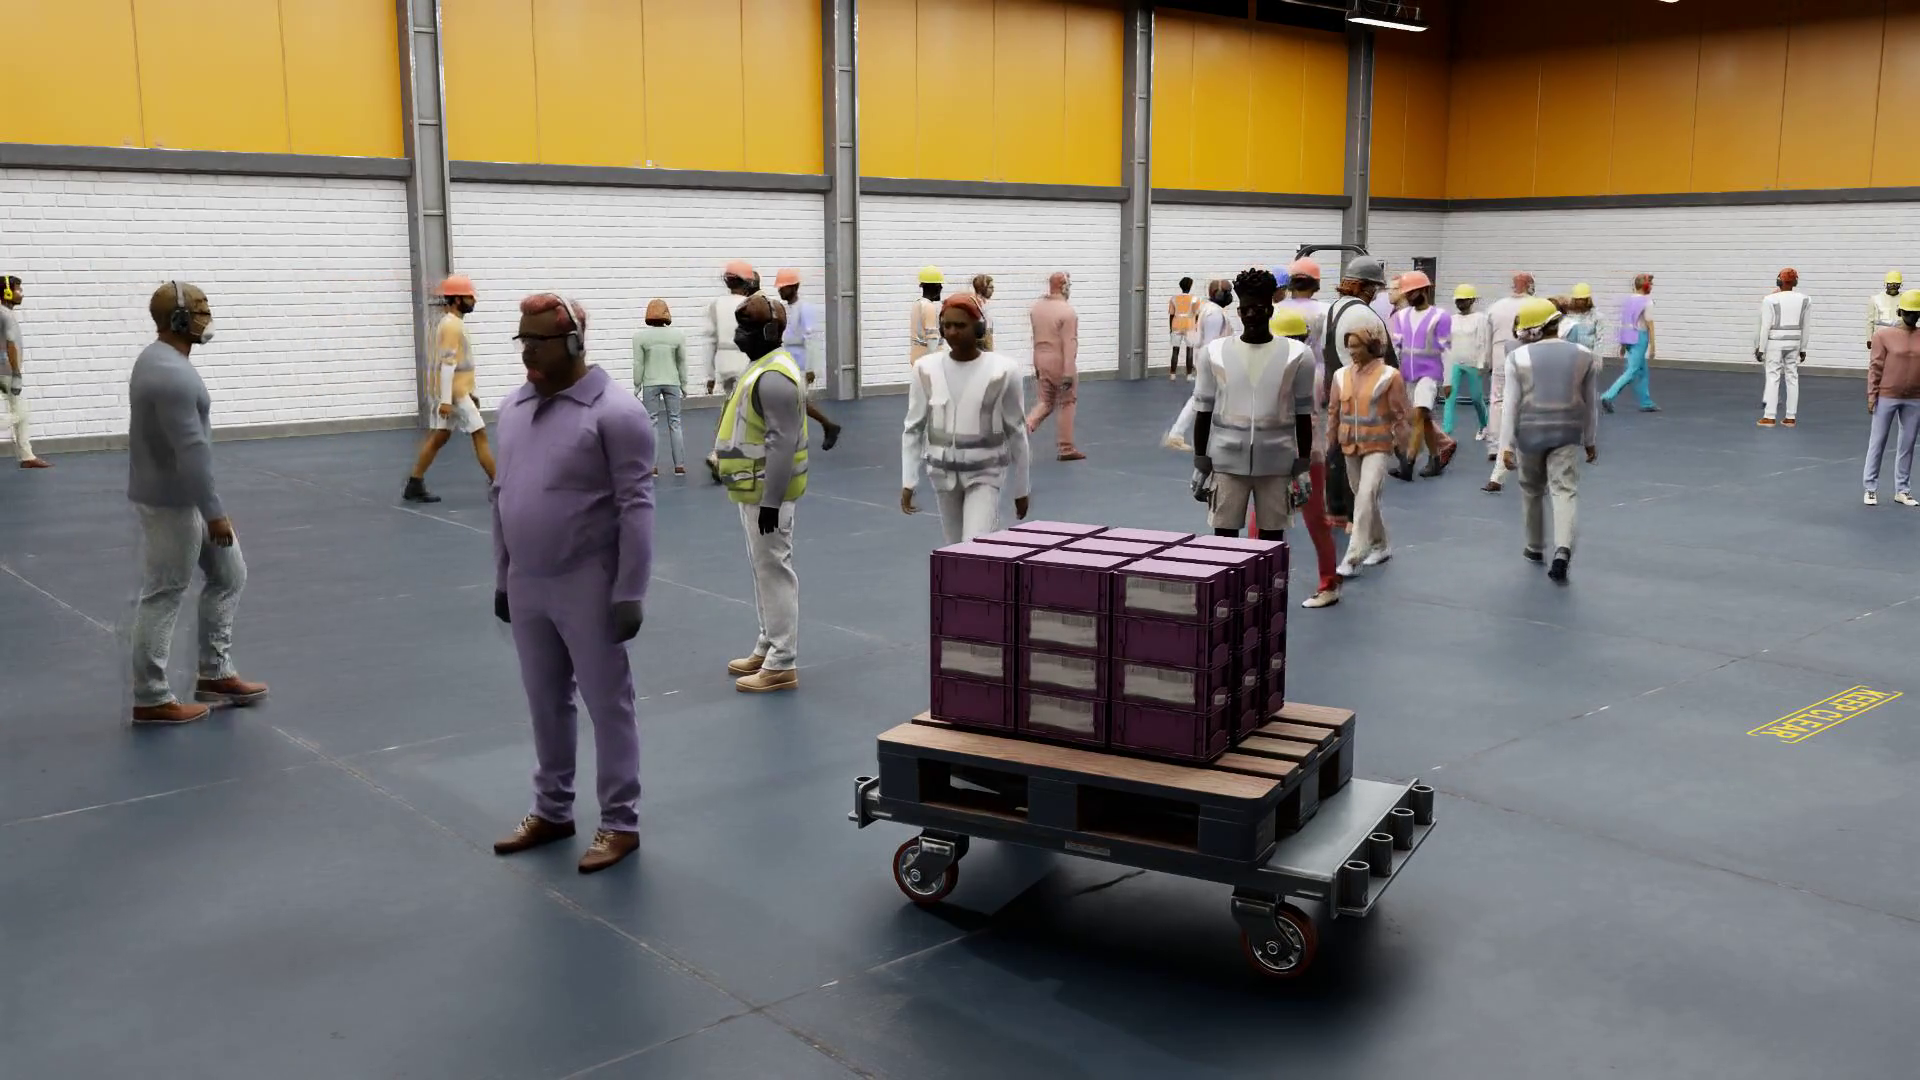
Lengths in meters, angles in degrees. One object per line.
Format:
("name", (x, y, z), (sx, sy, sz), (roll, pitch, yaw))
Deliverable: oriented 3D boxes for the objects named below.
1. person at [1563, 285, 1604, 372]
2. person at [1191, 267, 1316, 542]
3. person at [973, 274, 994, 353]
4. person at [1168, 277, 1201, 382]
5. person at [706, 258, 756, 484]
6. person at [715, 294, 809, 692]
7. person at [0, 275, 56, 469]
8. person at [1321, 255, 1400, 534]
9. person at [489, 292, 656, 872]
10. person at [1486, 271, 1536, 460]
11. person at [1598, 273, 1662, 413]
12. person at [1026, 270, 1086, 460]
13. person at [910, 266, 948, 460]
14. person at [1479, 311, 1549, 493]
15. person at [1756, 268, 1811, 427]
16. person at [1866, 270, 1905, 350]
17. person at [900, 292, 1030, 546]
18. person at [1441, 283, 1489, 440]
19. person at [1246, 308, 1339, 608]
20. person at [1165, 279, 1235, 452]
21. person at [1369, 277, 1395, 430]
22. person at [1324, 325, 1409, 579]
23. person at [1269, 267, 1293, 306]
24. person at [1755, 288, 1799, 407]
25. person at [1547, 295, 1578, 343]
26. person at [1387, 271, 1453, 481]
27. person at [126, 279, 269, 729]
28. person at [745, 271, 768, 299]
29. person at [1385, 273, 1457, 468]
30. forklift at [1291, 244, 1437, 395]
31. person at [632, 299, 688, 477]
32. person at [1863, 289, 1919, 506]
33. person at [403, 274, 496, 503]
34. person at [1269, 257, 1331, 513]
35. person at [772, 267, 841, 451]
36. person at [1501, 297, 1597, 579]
("person", (6.977, -2.011, 18.723), (0.496, 1.696, 0.905), (2, 10, 12))
("person", (1.473, -0.382, 8.395), (0.613, 1.963, 0.362), (2, 10, 12))
("person", (0.243, -2.011, 18.334), (0.404, 1.827, 0.535), (-5, 11, -25))
("person", (3.628, -3.401, 26.893), (0.537, 1.690, 0.320), (4, 10, 21))
("person", (-2.038, -1.519, 14.939), (0.614, 2.018, 0.940), (5, 11, 28))
("person", (-0.927, -0.219, 7.799), (0.429, 1.843, 0.633), (-2, 10, -12))
("person", (-9.003, -1.554, 15.619), (0.717, 1.846, 0.525), (-9, 13, -41))
("person", (2.949, -1.072, 12.215), (0.537, 2.000, 0.680), (-2, 10, -11))
("person", (-1.317, 0.140, 5.517), (0.651, 1.904, 0.403), (6, 11, 29))
("person", (5.578, -1.737, 16.613), (0.667, 1.856, 0.952), (8, 13, 40))
("person", (8.696, -2.533, 21.460), (0.902, 1.810, 0.579), (-2, 10, -9))
("person", (0.906, -1.700, 16.341), (0.731, 1.887, 0.655), (-7, 12, -36))
("person", (-0.307, -1.759, 16.570), (0.371, 1.927, 0.588), (-3, 10, -16))
("person", (4.861, -1.193, 14.269), (0.888, 1.583, 0.507), (-8, 12, -37))
("person", (9.764, -2.279, 19.738), (0.583, 1.882, 0.338), (0, 10, -1))
("person", (13.007, -2.852, 23.280), (0.591, 1.826, 0.403), (3, 10, 17))
("person", (-0.014, -0.255, 7.991), (0.577, 1.837, 0.976), (4, 11, 23))
("person", (5.527, -1.922, 18.097), (0.524, 1.733, 0.861), (9, 13, 42))
("person", (1.824, -0.441, 9.436), (0.894, 1.720, 0.541), (-5, 11, -25))
("person", (2.577, -1.776, 17.078), (0.965, 1.800, 0.648), (0, 10, 3))
("person", (4.204, -1.753, 16.688), (0.654, 1.874, 0.850), (-1, 10, -5))
("person", (2.586, -0.574, 10.632), (0.871, 1.586, 0.535), (-9, 13, -42))
("person", (3.176, -1.730, 16.419), (0.609, 1.922, 0.619), (8, 13, 40))
("person", (10.943, -2.575, 22.292), (0.843, 1.597, 0.534), (-9, 13, -42))
("person", (6.258, -1.785, 17.692), (0.835, 1.601, 0.533), (-5, 11, -28))
("person", (4.108, -1.475, 15.031), (0.985, 1.874, 0.559), (-8, 12, -38))
("person", (-3.301, -0.153, 7.181), (0.718, 1.915, 0.629), (-5, 11, -25))
("person", (-2.630, -2.498, 21.154), (0.429, 1.839, 0.633), (-5, 11, -29))
("person", (4.255, -1.589, 15.754), (0.885, 1.871, 0.646), (-1, 10, -7))
("forklift", (5.256, -2.933, 22.661), (2.313, 2.155, 1.214), (3, 10, 16))
("person", (-2.759, -1.398, 15.318), (0.503, 1.631, 0.283), (-3, 10, -17))
("person", (7.630, -1.145, 13.476), (0.524, 1.759, 0.328), (1, 10, 7))
("person", (-4.110, -1.225, 13.597), (1.032, 1.884, 0.559), (-3, 10, -16))
("person", (2.778, -1.247, 13.355), (0.623, 2.002, 0.978), (6, 11, 31))
("person", (-1.572, -1.757, 16.615), (0.644, 1.909, 0.574), (-6, 12, -34))
("person", (3.751, -0.656, 10.578), (0.602, 1.770, 0.919), (2, 10, 9))
